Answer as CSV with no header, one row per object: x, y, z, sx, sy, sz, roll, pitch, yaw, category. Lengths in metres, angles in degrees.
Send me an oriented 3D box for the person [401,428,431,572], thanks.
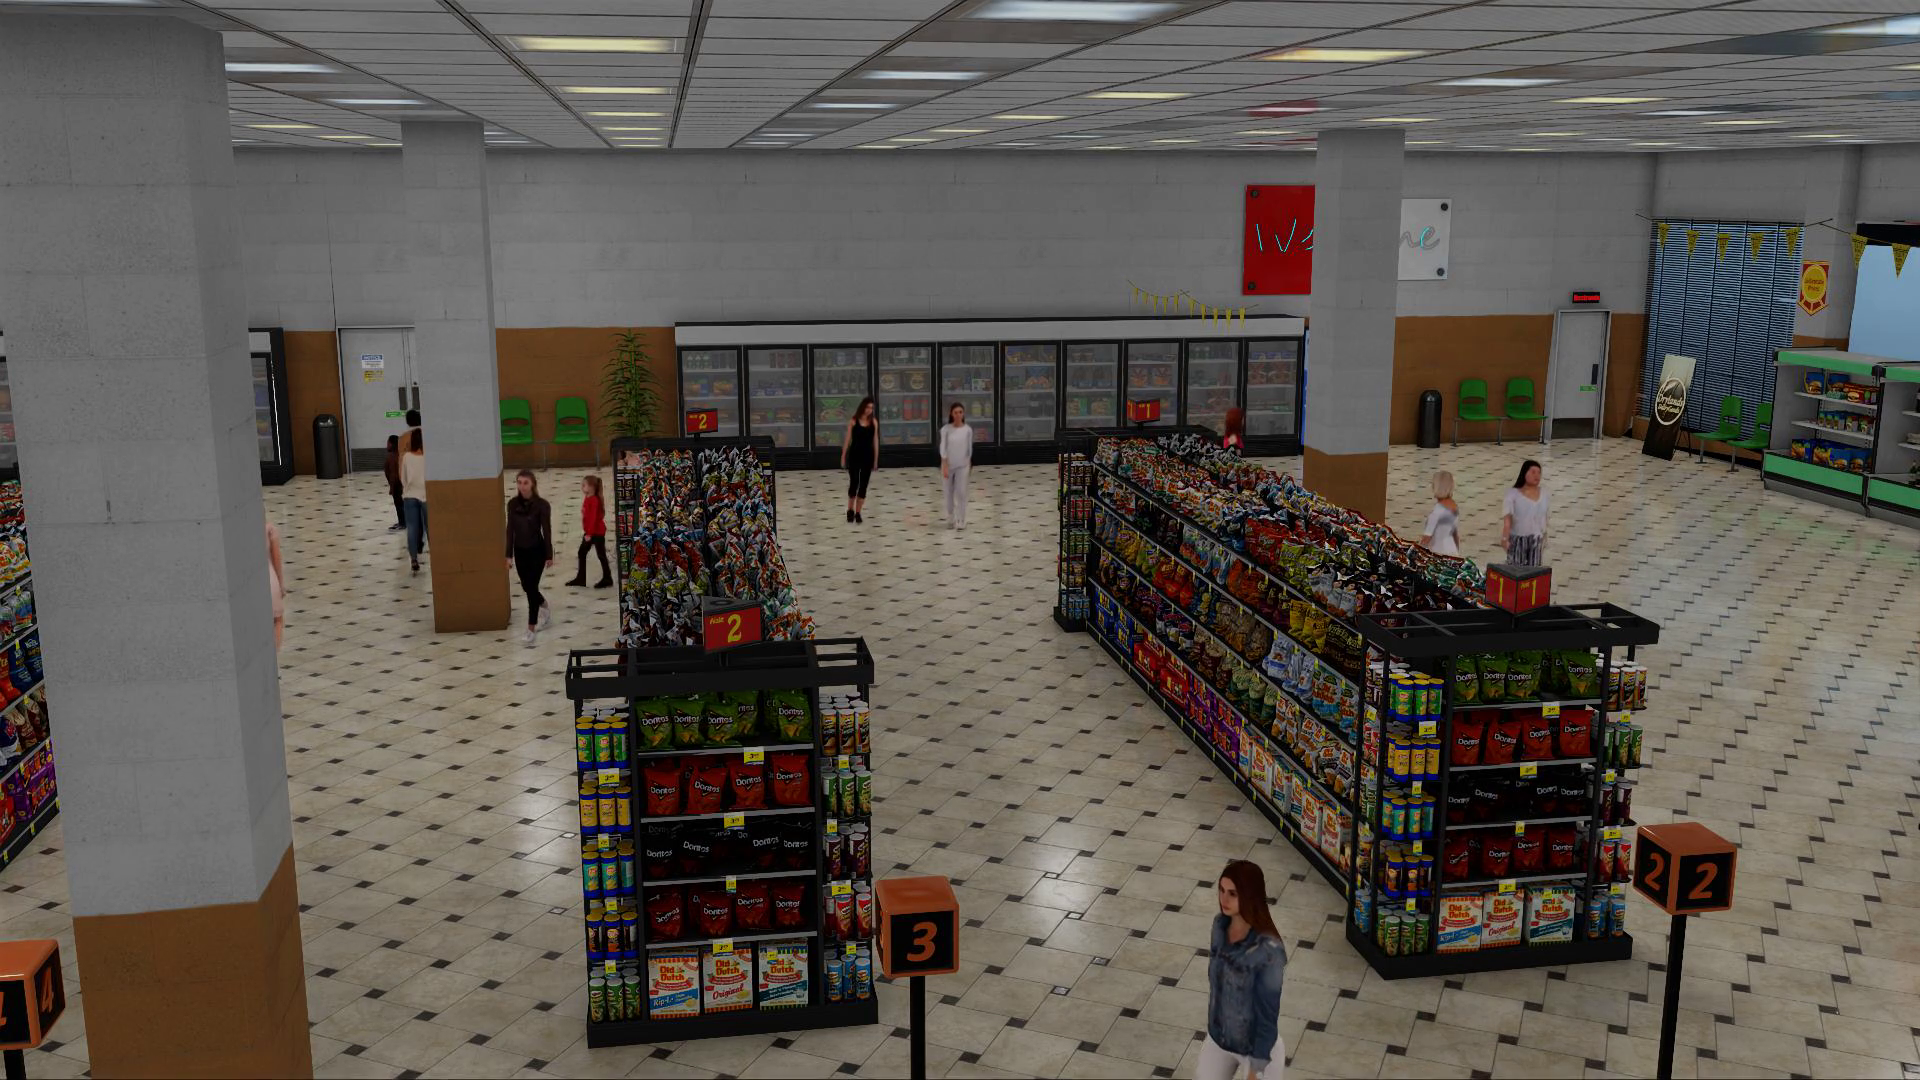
-6.258,-0.424,19.214,0.739,1.633,1.124,-1,12,-4,person

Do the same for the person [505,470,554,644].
-4.216,0.135,16.440,0.890,1.681,1.150,3,12,13,person

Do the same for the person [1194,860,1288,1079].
1.268,2.132,7.003,0.968,1.663,1.100,-7,14,-32,person

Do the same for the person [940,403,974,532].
-0.075,-0.947,21.672,0.641,1.644,1.097,-2,12,-8,person

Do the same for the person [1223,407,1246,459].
3.162,-0.693,20.081,0.840,1.803,0.875,3,12,13,person

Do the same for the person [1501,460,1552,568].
5.802,-0.011,17.184,0.681,1.661,0.838,-3,12,-12,person

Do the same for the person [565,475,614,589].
-4.009,-0.083,18.490,0.726,1.263,0.749,-8,14,-34,person

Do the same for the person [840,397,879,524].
-1.327,-1.071,22.131,0.665,1.697,0.620,-2,12,-10,person

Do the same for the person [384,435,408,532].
-7.332,-0.747,21.666,0.618,1.254,0.465,0,12,1,person

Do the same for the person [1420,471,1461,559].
4.697,0.239,15.906,1.118,1.698,1.000,10,15,39,person
